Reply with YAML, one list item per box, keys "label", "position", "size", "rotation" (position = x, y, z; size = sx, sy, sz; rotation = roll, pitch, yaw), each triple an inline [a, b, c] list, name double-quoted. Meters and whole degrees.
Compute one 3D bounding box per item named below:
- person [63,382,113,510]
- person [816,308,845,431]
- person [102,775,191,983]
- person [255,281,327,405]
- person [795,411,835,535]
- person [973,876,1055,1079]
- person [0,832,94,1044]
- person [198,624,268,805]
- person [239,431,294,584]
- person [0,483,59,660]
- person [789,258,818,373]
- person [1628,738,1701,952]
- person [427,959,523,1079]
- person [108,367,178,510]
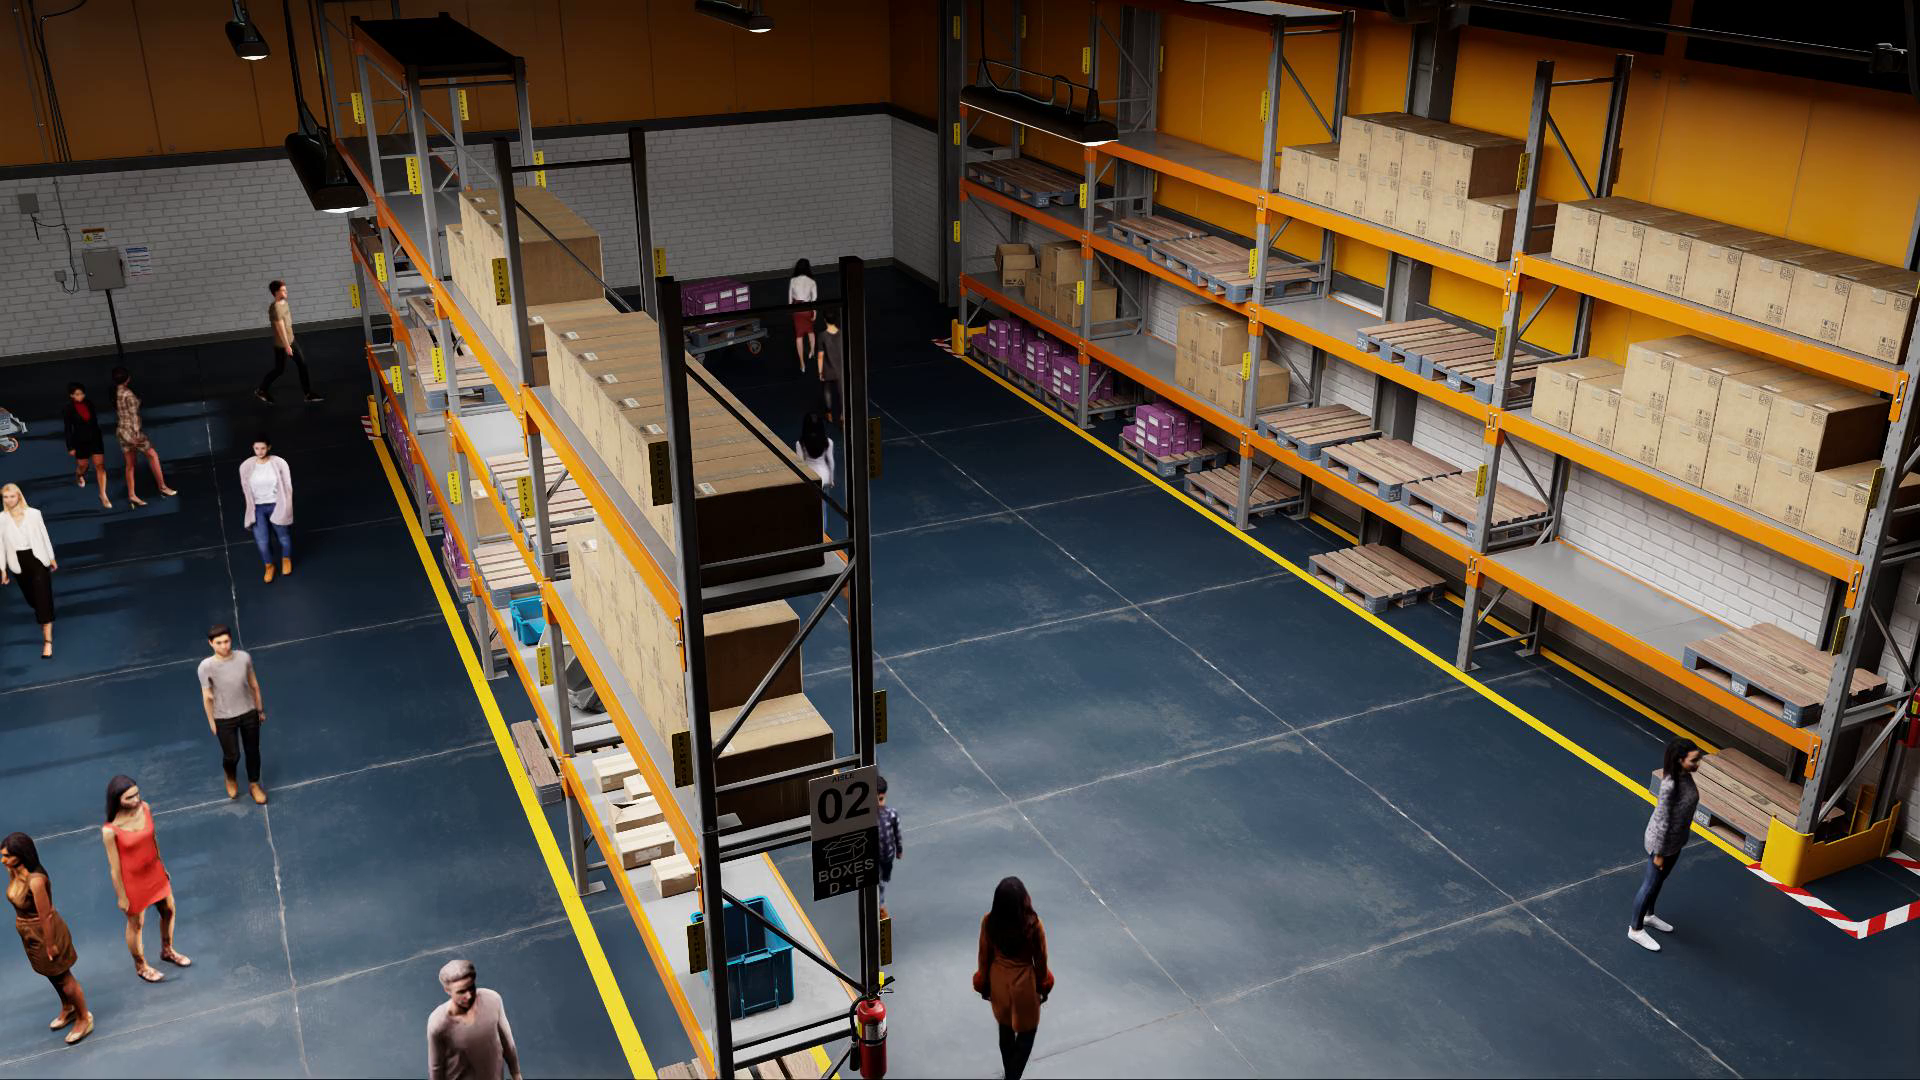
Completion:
- label: "person"
  position: [-10.821, -1.173, 20.565]
  size: [0.982, 1.618, 0.806]
  rotation: [20, 30, 38]
- label: "person"
  position: [-1.741, -2.375, 23.222]
  size: [0.779, 1.693, 1.071]
  rotation: [-5, 24, -10]
- label: "person"
  position: [-6.013, 2.457, 12.146]
  size: [0.741, 1.709, 0.673]
  rotation: [9, 25, 20]
- label: "person"
  position: [-9.871, -2.825, 24.096]
  size: [1.070, 1.817, 1.240]
  rotation: [0, 24, 0]
- label: "person"
  position: [-1.648, -0.609, 19.157]
  size: [0.696, 1.712, 0.866]
  rotation: [-6, 24, -14]
- label: "person"
  position: [0.347, 2.999, 10.916]
  size: [0.991, 1.703, 1.076]
  rotation: [5, 24, 12]
- label: "person"
  position: [-6.350, 2.742, 11.527]
  size: [0.589, 1.683, 0.698]
  rotation: [17, 29, 34]
- label: "person"
  position: [-6.286, 1.473, 14.395]
  size: [0.683, 1.712, 0.731]
  rotation: [-18, 30, -36]
- label: "person"
  position: [-7.749, -0.421, 18.707]
  size: [0.774, 1.727, 0.787]
  rotation: [-6, 24, -14]
- label: "person"
  position: [-9.513, 0.280, 17.015]
  size: [0.665, 1.798, 1.159]
  rotation: [-9, 25, -21]
- label: "person"
  position: [-2.431, -3.421, 25.606]
  size: [0.896, 1.700, 1.157]
  rotation: [0, 24, -1]
- label: "person"
  position: [5.340, 2.257, 12.576]
  size: [0.668, 1.732, 0.690]
  rotation: [18, 30, 36]
- label: "person"
  position: [-2.969, 3.278, 10.091]
  size: [0.967, 1.850, 1.317]
  rotation: [-21, 31, -40]
- label: "person"
  position: [-10.294, -1.222, 20.508]
  size: [0.908, 1.753, 0.908]
  rotation: [16, 28, 32]
